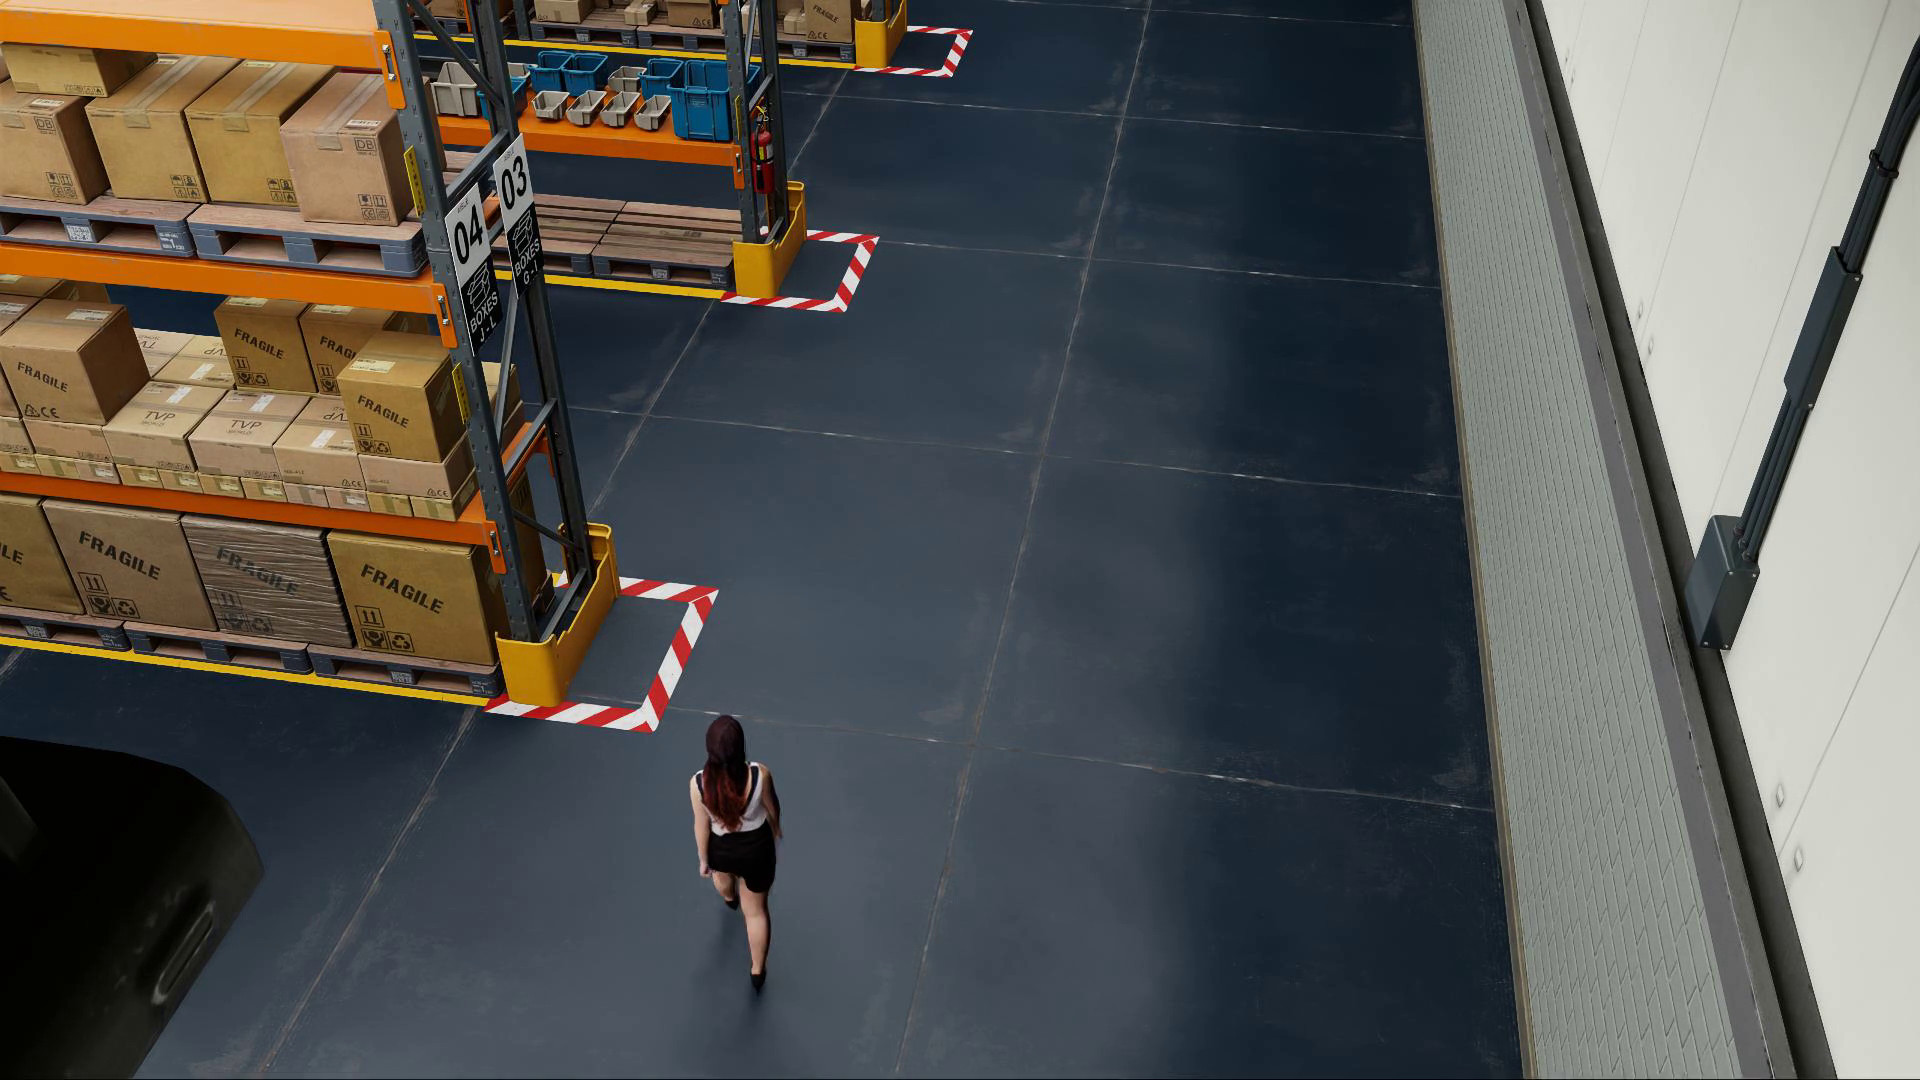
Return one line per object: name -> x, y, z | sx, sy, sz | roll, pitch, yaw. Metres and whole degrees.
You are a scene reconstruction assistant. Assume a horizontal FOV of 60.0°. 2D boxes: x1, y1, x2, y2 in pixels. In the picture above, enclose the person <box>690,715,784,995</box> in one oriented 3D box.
person -> -1.048, 1.555, 7.972 | 0.984, 1.620, 0.869 | -8, 39, -10
